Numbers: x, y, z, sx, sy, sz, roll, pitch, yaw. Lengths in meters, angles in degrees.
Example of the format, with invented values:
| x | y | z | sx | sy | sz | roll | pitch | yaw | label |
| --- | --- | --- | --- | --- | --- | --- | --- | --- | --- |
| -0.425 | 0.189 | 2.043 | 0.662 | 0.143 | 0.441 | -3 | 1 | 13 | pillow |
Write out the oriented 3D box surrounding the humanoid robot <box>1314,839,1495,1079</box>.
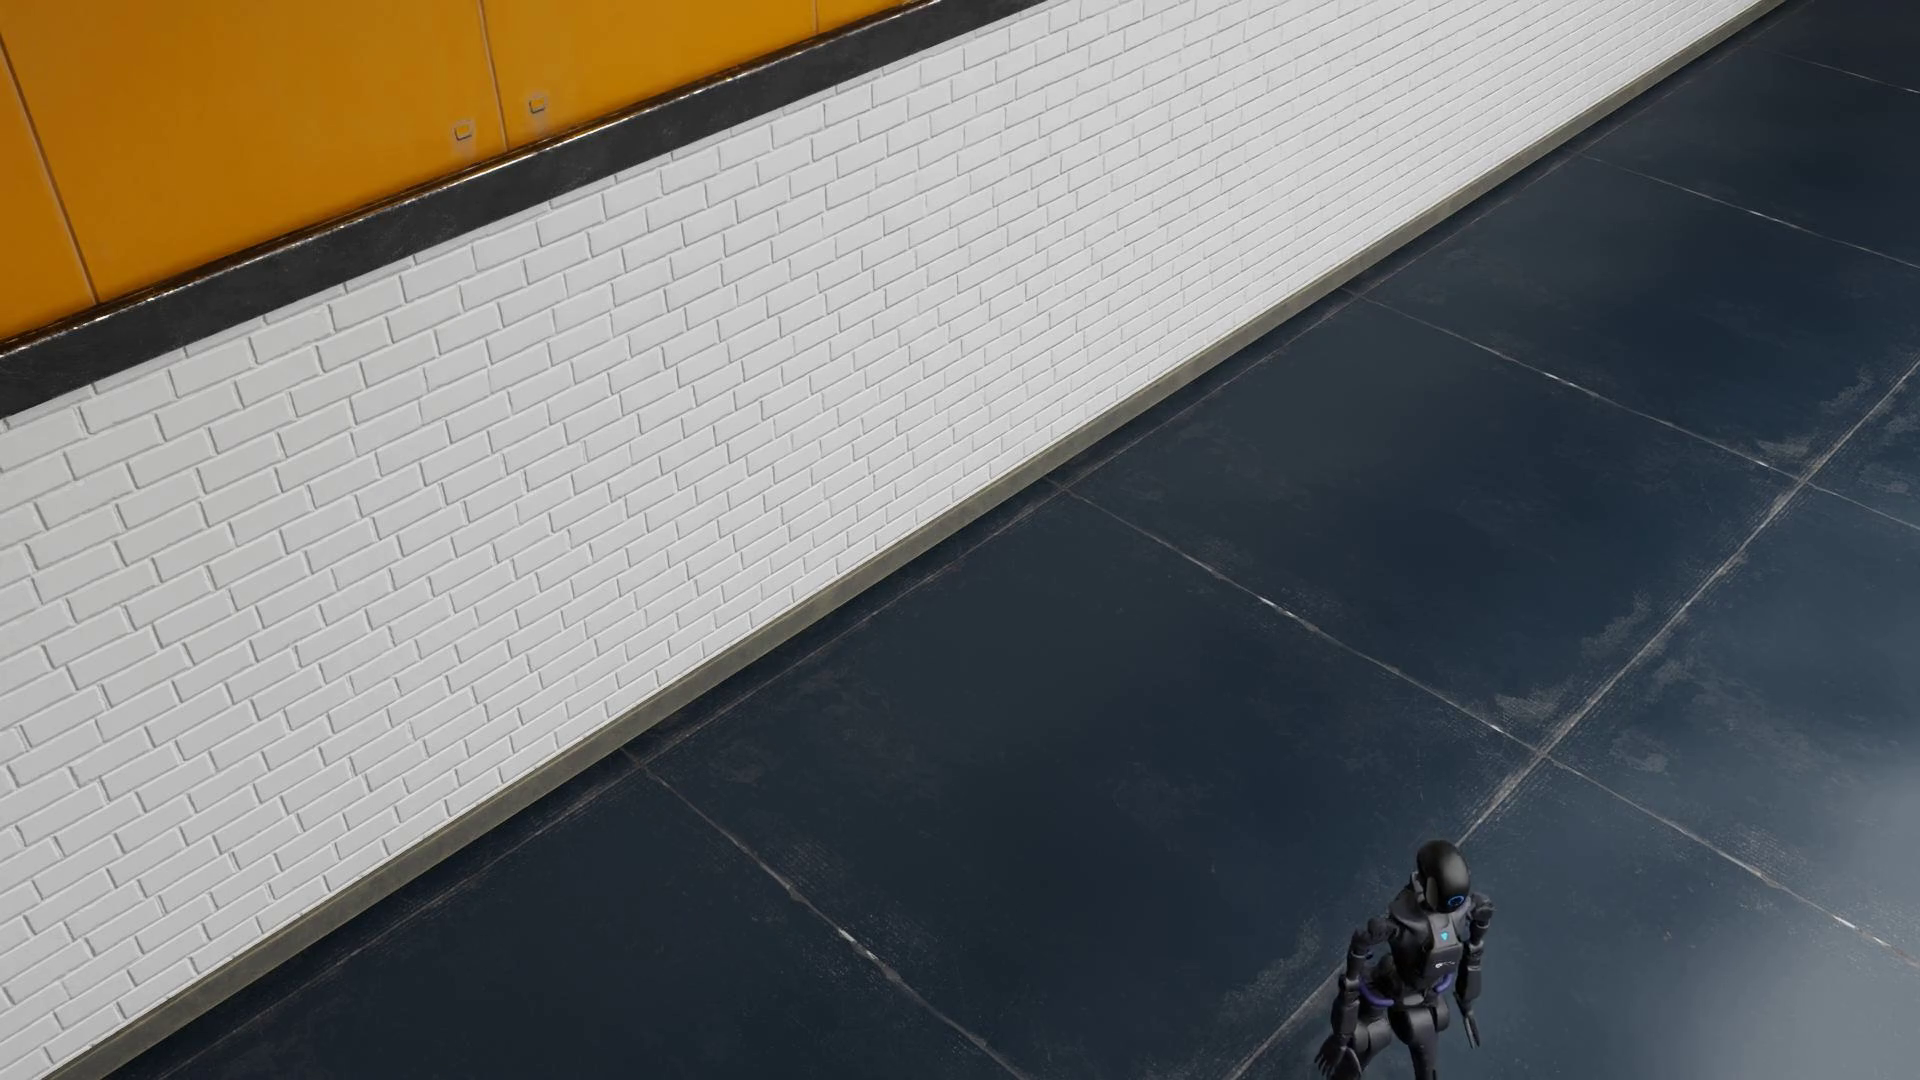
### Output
| x | y | z | sx | sy | sz | roll | pitch | yaw | label |
| --- | --- | --- | --- | --- | --- | --- | --- | --- | --- |
| 1.535 | 1.649 | 5.738 | 0.599 | 1.640 | 0.557 | -11 | 40 | -14 | humanoid robot |
